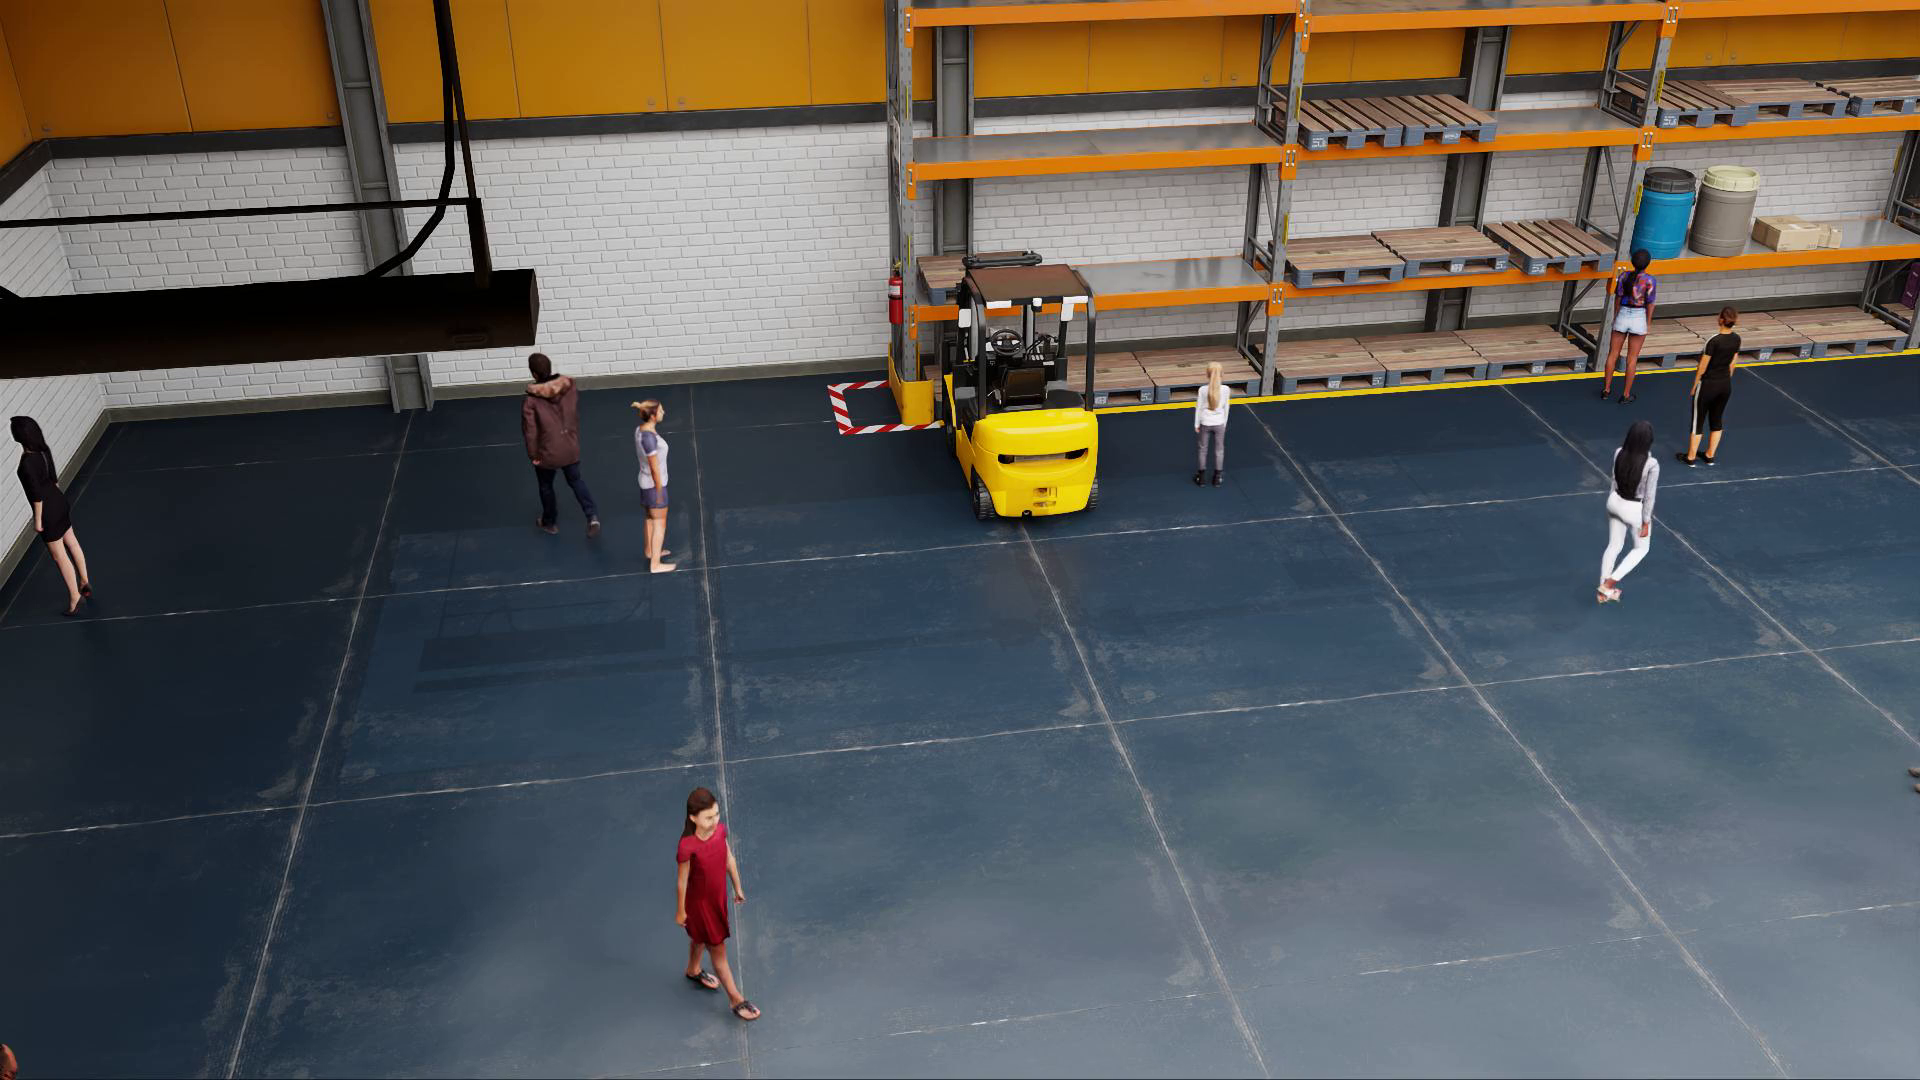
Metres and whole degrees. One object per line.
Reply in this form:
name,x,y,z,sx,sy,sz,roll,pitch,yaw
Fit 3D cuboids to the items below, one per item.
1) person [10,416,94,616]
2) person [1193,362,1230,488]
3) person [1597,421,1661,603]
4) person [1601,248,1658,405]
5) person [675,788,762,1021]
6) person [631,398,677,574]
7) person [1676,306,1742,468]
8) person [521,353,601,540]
person,-7.676,-0.220,14.053,0.522,1.807,0.616,-1,29,-3
person,2.465,-1.129,16.277,0.470,1.273,0.578,1,29,2
person,5.612,-0.195,14.108,0.774,1.711,0.727,-16,32,-27
person,7.243,-2.327,17.988,0.663,1.737,0.711,21,35,33
person,-1.593,2.123,10.050,0.977,1.527,0.907,18,33,29
person,-2.729,-0.492,14.749,0.576,1.619,0.607,-10,30,-18
person,7.526,-1.536,16.610,0.491,1.669,0.661,-9,30,-16
person,-3.633,-0.831,15.154,1.139,1.826,1.129,-24,37,-37
